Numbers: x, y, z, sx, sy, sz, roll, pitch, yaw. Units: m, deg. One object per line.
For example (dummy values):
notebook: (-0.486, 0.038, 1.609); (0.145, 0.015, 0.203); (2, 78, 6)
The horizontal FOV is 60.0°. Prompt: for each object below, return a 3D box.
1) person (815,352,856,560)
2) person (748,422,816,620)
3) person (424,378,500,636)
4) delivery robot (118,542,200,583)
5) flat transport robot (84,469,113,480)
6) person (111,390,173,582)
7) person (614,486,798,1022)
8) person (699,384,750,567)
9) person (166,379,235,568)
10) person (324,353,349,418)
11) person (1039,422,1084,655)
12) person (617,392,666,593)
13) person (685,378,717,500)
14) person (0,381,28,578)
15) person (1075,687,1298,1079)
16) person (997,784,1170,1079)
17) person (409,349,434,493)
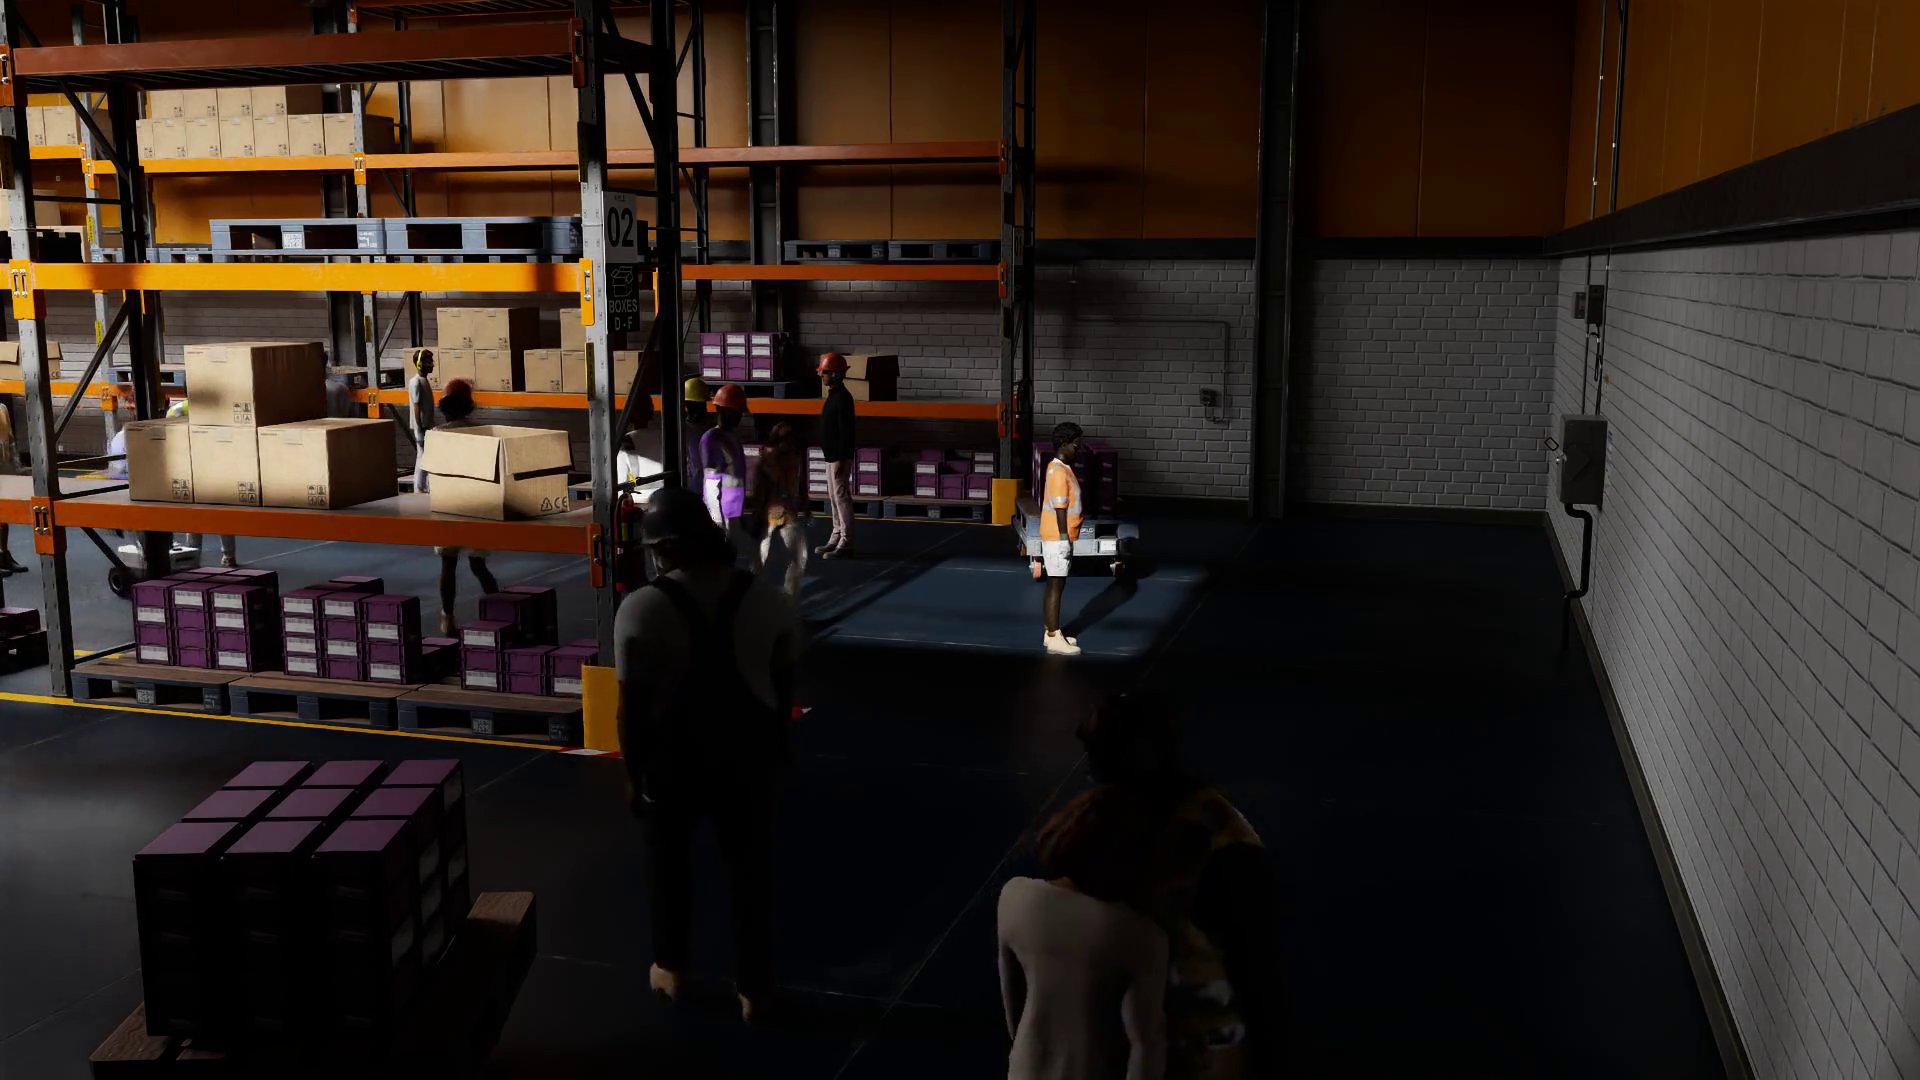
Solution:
person: (-1.194, -0.809, 16.048); (0.375, 1.995, 0.611); (-3, 10, -17)
person: (-1.449, -0.147, 13.207); (0.533, 1.596, 0.602); (-9, 13, -44)
person: (-3.684, -0.212, 12.472); (0.616, 1.991, 0.867); (-8, 12, -40)
delivery robot: (-6.847, 0.164, 14.212); (0.707, 0.478, 0.477); (5, 11, 29)
flat transport robot: (-10.611, -0.791, 21.178); (0.652, 0.197, 1.431); (0, 9, 2)
person: (-6.105, -0.227, 12.724); (0.681, 1.915, 0.579); (4, 10, 22)
person: (-0.961, 0.769, 6.289); (0.706, 2.000, 0.705); (-3, 10, -20)
person: (-1.755, -0.217, 12.644); (0.374, 1.928, 0.542); (2, 10, 13)
person: (-7.047, -0.638, 15.508); (0.630, 1.836, 0.429); (-6, 11, -32)
person: (-6.749, -1.061, 17.760); (0.636, 1.948, 0.604); (7, 11, 35)
person: (0.740, -0.017, 12.140); (0.320, 1.692, 0.531); (0, 9, 1)
person: (-2.376, -0.175, 12.522); (0.572, 1.883, 0.353); (-9, 13, -43)
person: (-2.116, -0.338, 13.380); (0.369, 1.927, 0.589); (7, 12, 37)
person: (-8.797, -0.628, 15.134); (0.385, 1.936, 0.546); (2, 9, 10)
person: (0.547, 1.243, 4.128); (0.570, 1.802, 0.644); (-4, 10, -24)
person: (0.331, 1.352, 4.109); (0.501, 1.592, 0.695); (5, 11, 28)
person: (-6.203, -1.275, 19.271); (0.309, 1.868, 0.534); (-1, 9, -7)
